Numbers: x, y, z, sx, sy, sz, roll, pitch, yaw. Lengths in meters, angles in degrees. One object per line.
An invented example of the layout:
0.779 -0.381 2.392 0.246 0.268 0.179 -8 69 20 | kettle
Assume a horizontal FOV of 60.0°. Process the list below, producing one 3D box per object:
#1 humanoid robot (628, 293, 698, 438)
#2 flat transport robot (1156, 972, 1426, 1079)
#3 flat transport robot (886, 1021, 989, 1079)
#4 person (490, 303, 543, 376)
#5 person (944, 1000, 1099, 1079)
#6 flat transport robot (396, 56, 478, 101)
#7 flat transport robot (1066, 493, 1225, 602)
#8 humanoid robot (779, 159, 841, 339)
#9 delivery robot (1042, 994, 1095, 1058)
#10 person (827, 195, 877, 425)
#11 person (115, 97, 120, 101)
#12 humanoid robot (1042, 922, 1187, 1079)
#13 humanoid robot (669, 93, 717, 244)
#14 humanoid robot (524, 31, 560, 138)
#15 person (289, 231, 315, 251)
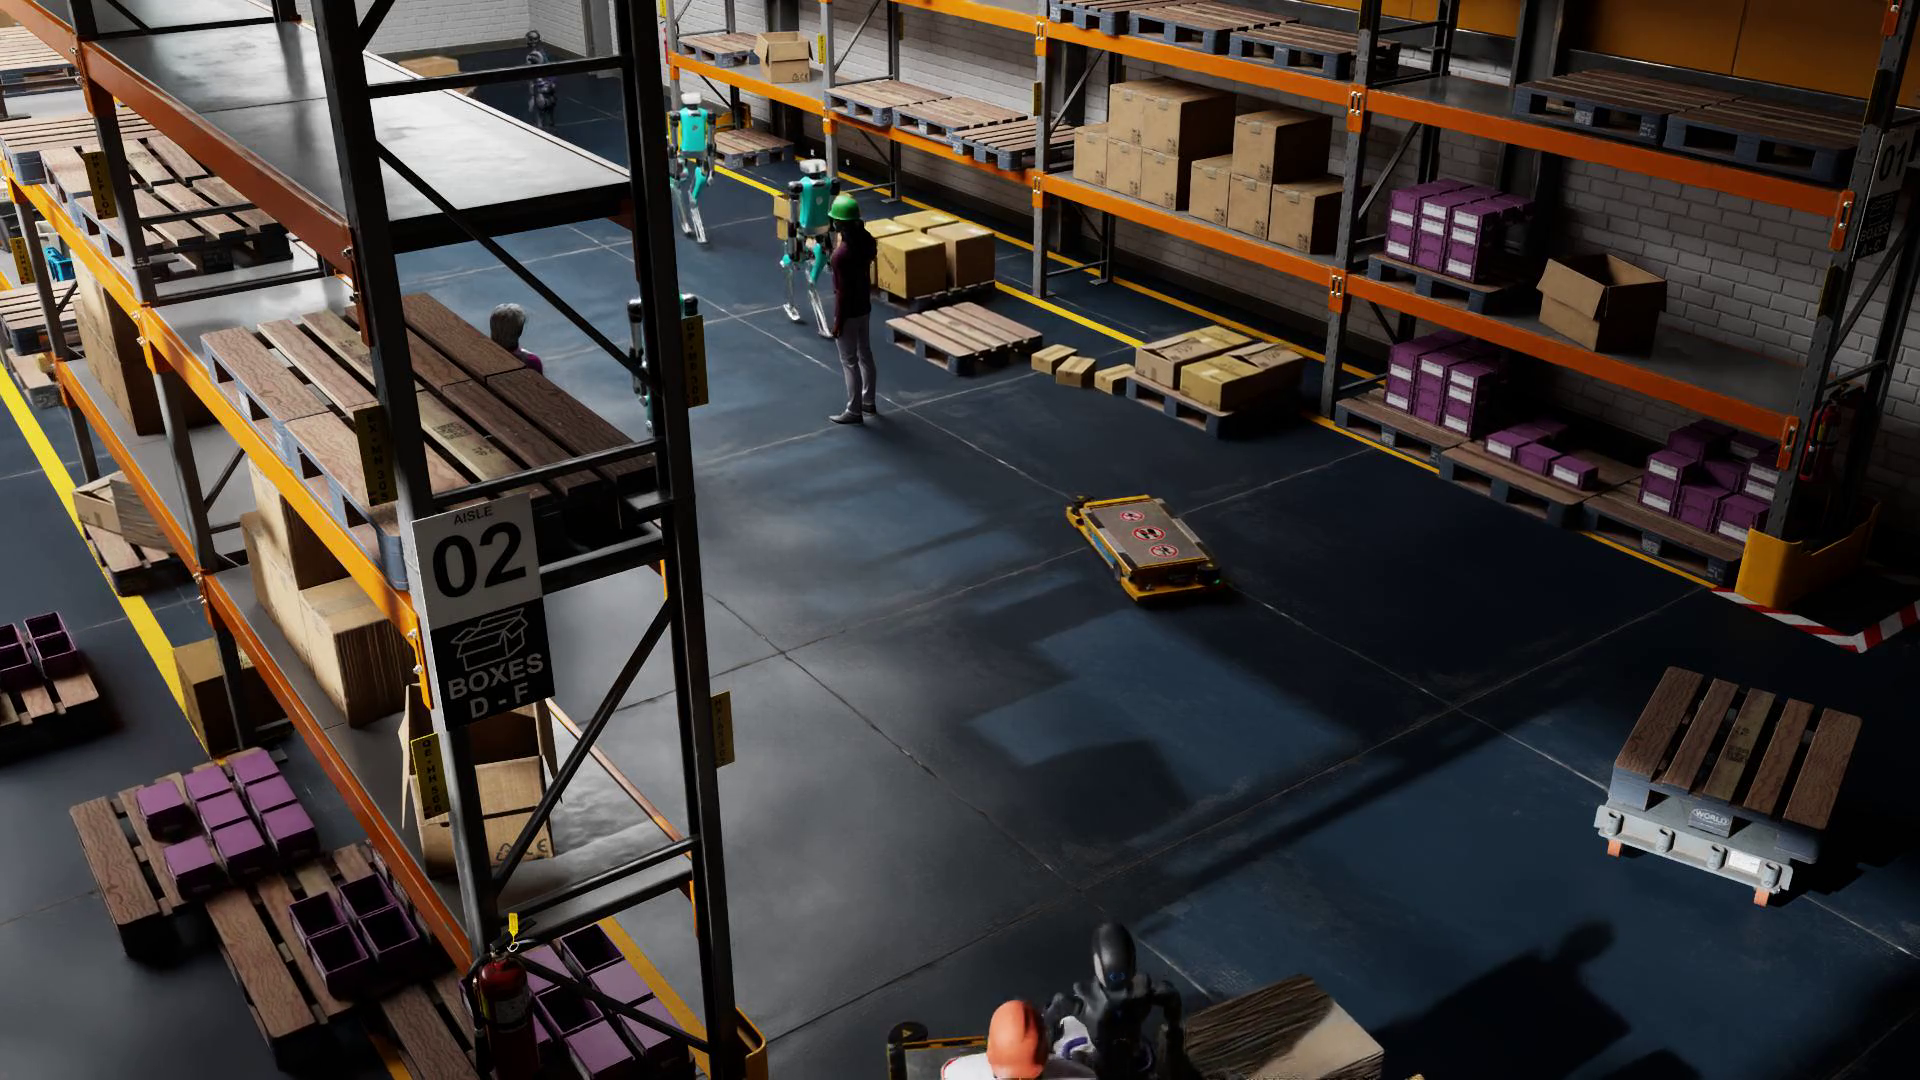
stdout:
-2.364 -1.312 13.009 0.543 1.796 0.922 -11 29 -21 | humanoid robot
1.196 2.814 6.390 1.431 0.231 0.659 -13 29 -24 | flat transport robot
0.061 2.559 6.897 0.659 0.231 1.431 -3 27 -5 | flat transport robot
-3.114 -0.786 11.792 0.523 1.846 0.317 6 27 13 | person
0.212 2.248 5.893 0.564 1.722 0.659 2 27 4 | person
-7.753 -6.215 24.350 0.659 0.231 1.431 0 27 1 | flat transport robot
1.312 0.017 11.954 0.659 0.231 1.431 -8 28 -15 | flat transport robot
-1.513 -2.854 16.084 0.544 1.769 1.037 -15 30 -27 | humanoid robot
0.393 2.276 7.132 0.783 0.586 0.499 -23 34 -38 | delivery robot
-0.899 -1.915 13.926 0.425 1.949 0.497 13 30 25 | person
-9.946 -4.541 19.307 0.879 1.798 0.651 -6 27 -12 | person
0.578 2.066 6.320 0.598 1.639 0.494 -4 27 -8 | humanoid robot
-3.046 -4.192 18.731 0.556 1.744 1.050 -11 29 -21 | humanoid robot
-5.594 -5.997 22.360 0.368 1.641 0.634 5 27 9 | humanoid robot
-5.986 -2.432 15.315 0.282 1.628 0.498 -4 27 -7 | person
